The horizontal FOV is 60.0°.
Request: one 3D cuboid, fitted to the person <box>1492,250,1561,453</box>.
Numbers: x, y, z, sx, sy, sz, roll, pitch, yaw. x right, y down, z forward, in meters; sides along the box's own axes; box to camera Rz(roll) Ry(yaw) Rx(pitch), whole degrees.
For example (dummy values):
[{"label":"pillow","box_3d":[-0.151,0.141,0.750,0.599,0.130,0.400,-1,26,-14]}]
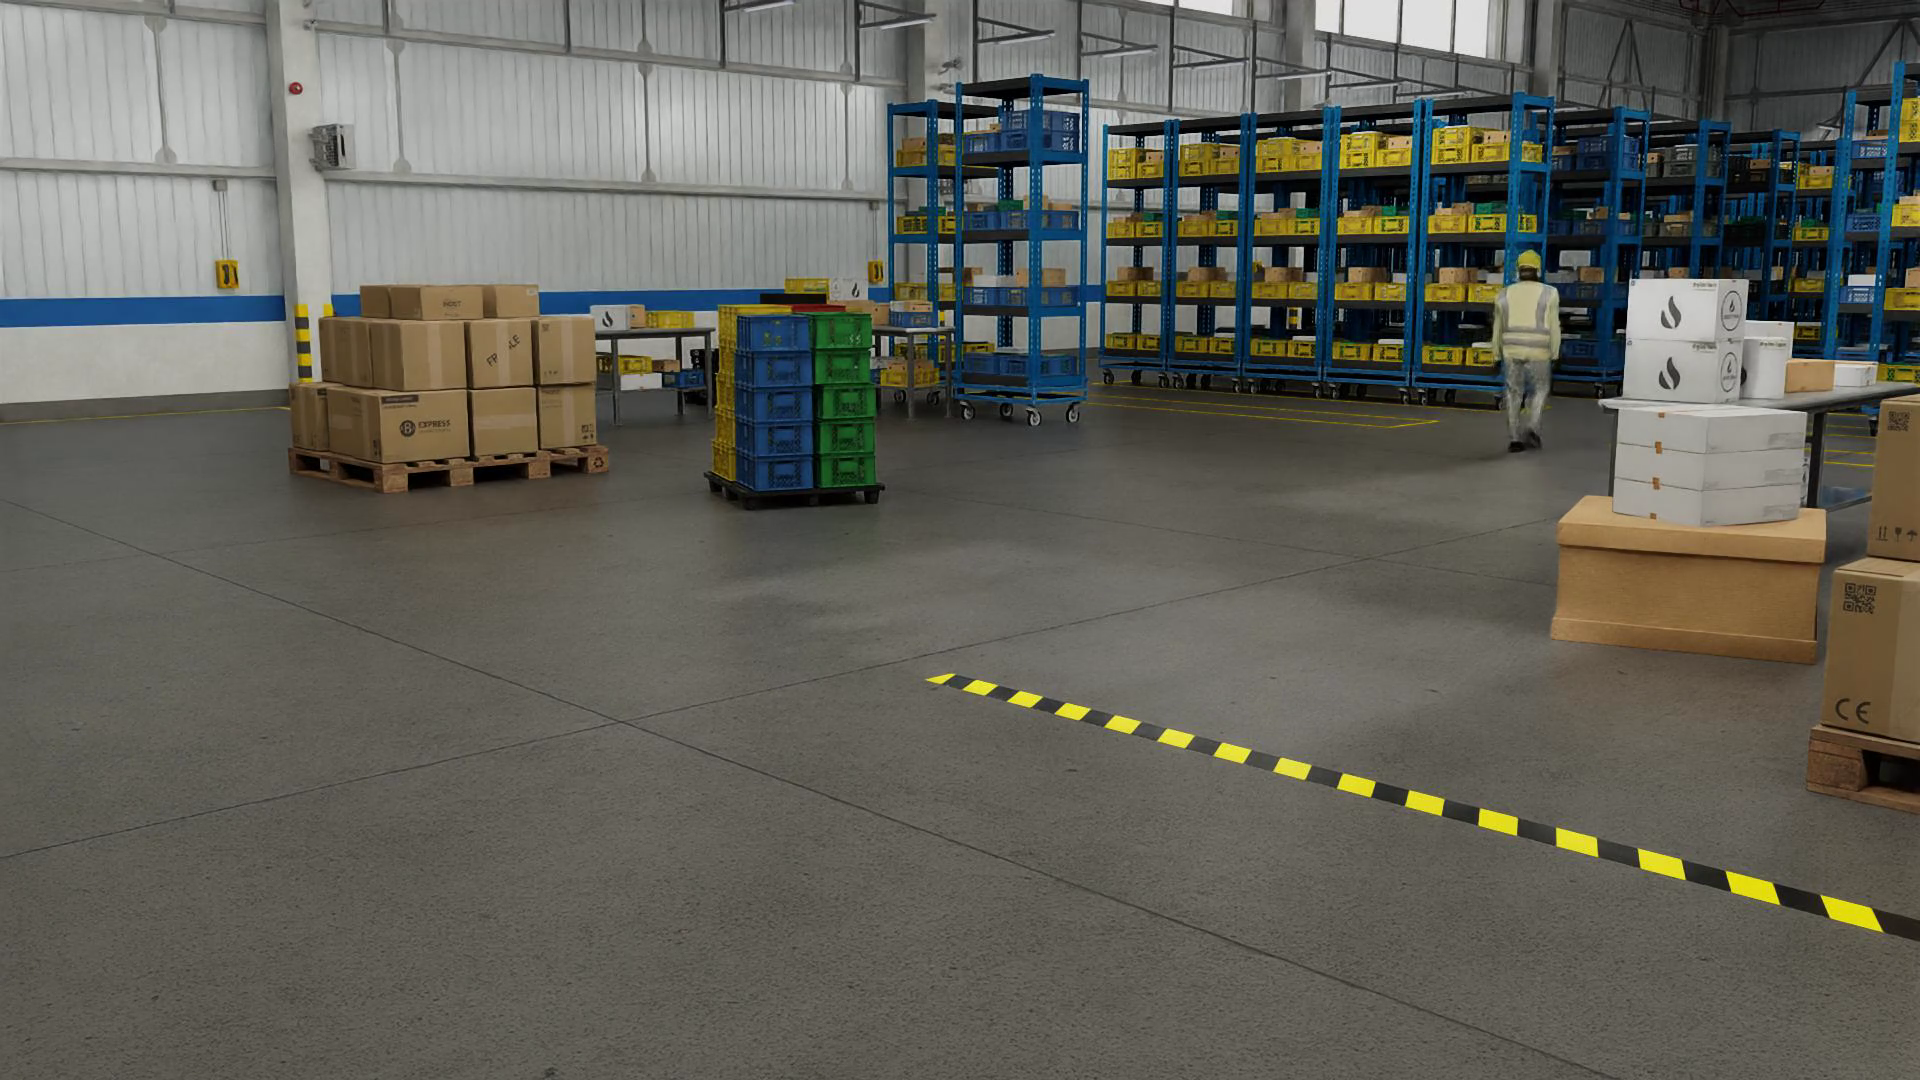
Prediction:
[{"label":"person","box_3d":[5.110,-1.692,14.978,0.626,1.812,0.504,7,12,36]}]
